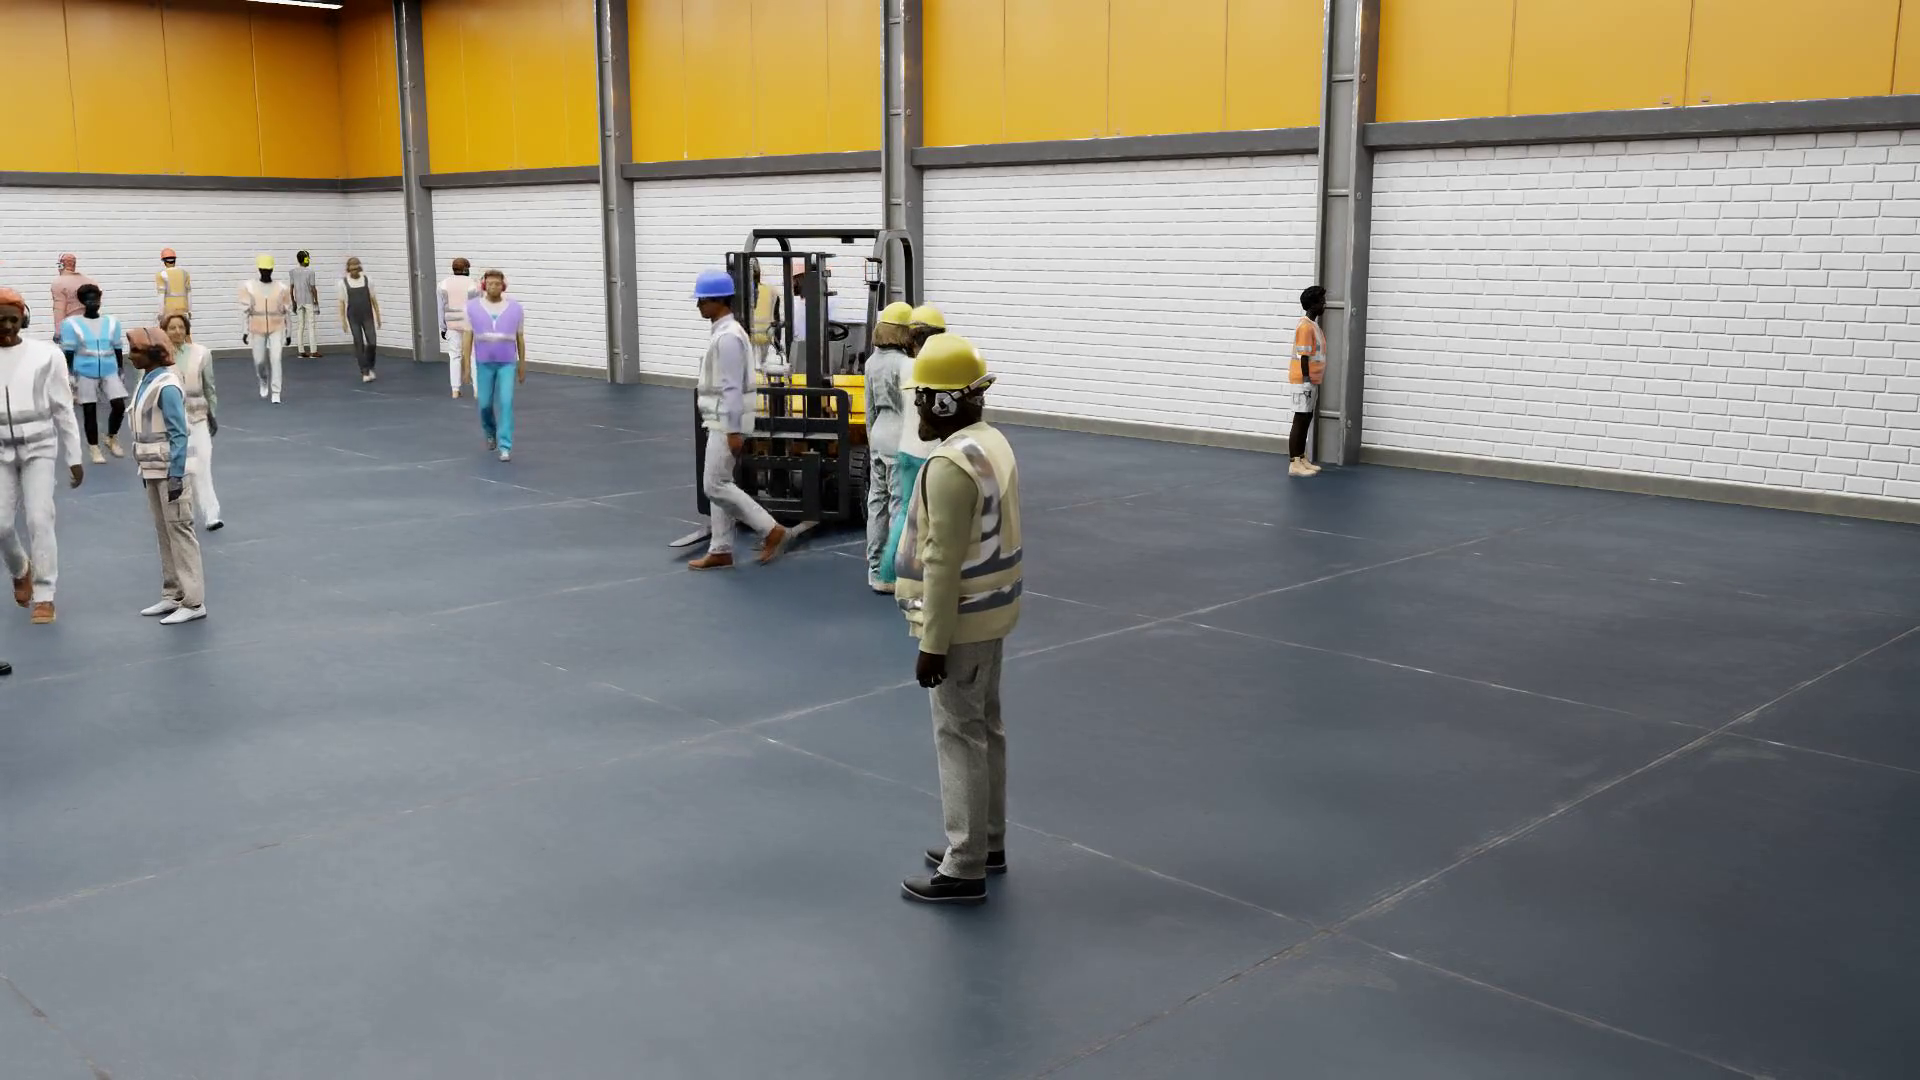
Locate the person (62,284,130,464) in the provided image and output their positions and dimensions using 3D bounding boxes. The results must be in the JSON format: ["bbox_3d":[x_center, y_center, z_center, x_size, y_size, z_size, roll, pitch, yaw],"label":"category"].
[{"bbox_3d":[-8.069,-1.543,15.534,0.545,1.688,0.364,-10,14,-42],"label":"person"}]

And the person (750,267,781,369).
[{"bbox_3d":[-2.490,-2.369,19.734,0.654,1.789,0.945,-7,13,-34],"label":"person"}]

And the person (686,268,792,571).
[{"bbox_3d":[-1.435,-0.741,10.481,0.569,1.930,0.624,-2,11,-8],"label":"person"}]

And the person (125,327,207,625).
[{"bbox_3d":[-4.395,-0.356,9.188,0.309,1.636,0.523,-9,14,-41],"label":"person"}]

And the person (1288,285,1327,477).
[{"bbox_3d":[3.093,-1.413,14.807,0.318,1.694,0.531,4,11,21],"label":"person"}]

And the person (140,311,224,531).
[{"bbox_3d":[-5.653,-0.863,12.071,0.549,1.589,0.859,-9,13,-39],"label":"person"}]

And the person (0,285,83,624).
[{"bbox_3d":[-5.202,-0.473,9.203,0.617,1.864,0.493,-4,11,-23],"label":"person"}]

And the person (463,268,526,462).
[{"bbox_3d":[-4.436,-1.684,15.901,0.578,1.830,0.696,-3,11,-15],"label":"person"}]

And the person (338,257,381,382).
[{"bbox_3d":[-8.703,-3.195,24.156,0.563,1.821,0.412,-5,12,-25],"label":"person"}]

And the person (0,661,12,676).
[{"bbox_3d":[-4.797,-0.259,7.830,0.358,1.941,0.546,0,10,0],"label":"person"}]

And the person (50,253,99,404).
[{"bbox_3d":[-11.271,-2.679,21.122,0.404,1.906,0.652,3,11,14],"label":"person"}]

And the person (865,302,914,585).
[{"bbox_3d":[-0.378,-0.562,10.042,0.305,1.737,0.484,-8,13,-37],"label":"person"}]

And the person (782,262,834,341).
[{"bbox_3d":[-1.403,-1.676,15.747,0.574,1.877,0.644,-5,12,-27],"label":"person"}]

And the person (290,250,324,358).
[{"bbox_3d":[-11.430,-4.110,29.035,0.530,1.864,0.313,2,11,12],"label":"person"}]

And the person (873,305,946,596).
[{"bbox_3d":[-0.186,-0.490,9.724,0.588,1.723,0.563,-6,12,-28],"label":"person"}]

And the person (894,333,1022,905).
[{"bbox_3d":[-0.008,0.253,5.368,0.403,1.825,0.591,3,11,14],"label":"person"}]

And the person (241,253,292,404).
[{"bbox_3d":[-8.864,-2.712,21.296,0.612,1.909,0.672,-4,11,-22],"label":"person"}]

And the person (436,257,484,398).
[{"bbox_3d":[-6.532,-2.789,21.904,0.633,1.839,0.429,0,10,-2],"label":"person"}]

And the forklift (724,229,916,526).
[{"bbox_3d":[-1.050,-1.319,12.920,1.214,2.155,2.313,2,11,13],"label":"forklift"}]

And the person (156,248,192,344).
[{"bbox_3d":[-12.490,-3.664,26.432,0.375,1.927,0.543,8,13,38],"label":"person"}]
